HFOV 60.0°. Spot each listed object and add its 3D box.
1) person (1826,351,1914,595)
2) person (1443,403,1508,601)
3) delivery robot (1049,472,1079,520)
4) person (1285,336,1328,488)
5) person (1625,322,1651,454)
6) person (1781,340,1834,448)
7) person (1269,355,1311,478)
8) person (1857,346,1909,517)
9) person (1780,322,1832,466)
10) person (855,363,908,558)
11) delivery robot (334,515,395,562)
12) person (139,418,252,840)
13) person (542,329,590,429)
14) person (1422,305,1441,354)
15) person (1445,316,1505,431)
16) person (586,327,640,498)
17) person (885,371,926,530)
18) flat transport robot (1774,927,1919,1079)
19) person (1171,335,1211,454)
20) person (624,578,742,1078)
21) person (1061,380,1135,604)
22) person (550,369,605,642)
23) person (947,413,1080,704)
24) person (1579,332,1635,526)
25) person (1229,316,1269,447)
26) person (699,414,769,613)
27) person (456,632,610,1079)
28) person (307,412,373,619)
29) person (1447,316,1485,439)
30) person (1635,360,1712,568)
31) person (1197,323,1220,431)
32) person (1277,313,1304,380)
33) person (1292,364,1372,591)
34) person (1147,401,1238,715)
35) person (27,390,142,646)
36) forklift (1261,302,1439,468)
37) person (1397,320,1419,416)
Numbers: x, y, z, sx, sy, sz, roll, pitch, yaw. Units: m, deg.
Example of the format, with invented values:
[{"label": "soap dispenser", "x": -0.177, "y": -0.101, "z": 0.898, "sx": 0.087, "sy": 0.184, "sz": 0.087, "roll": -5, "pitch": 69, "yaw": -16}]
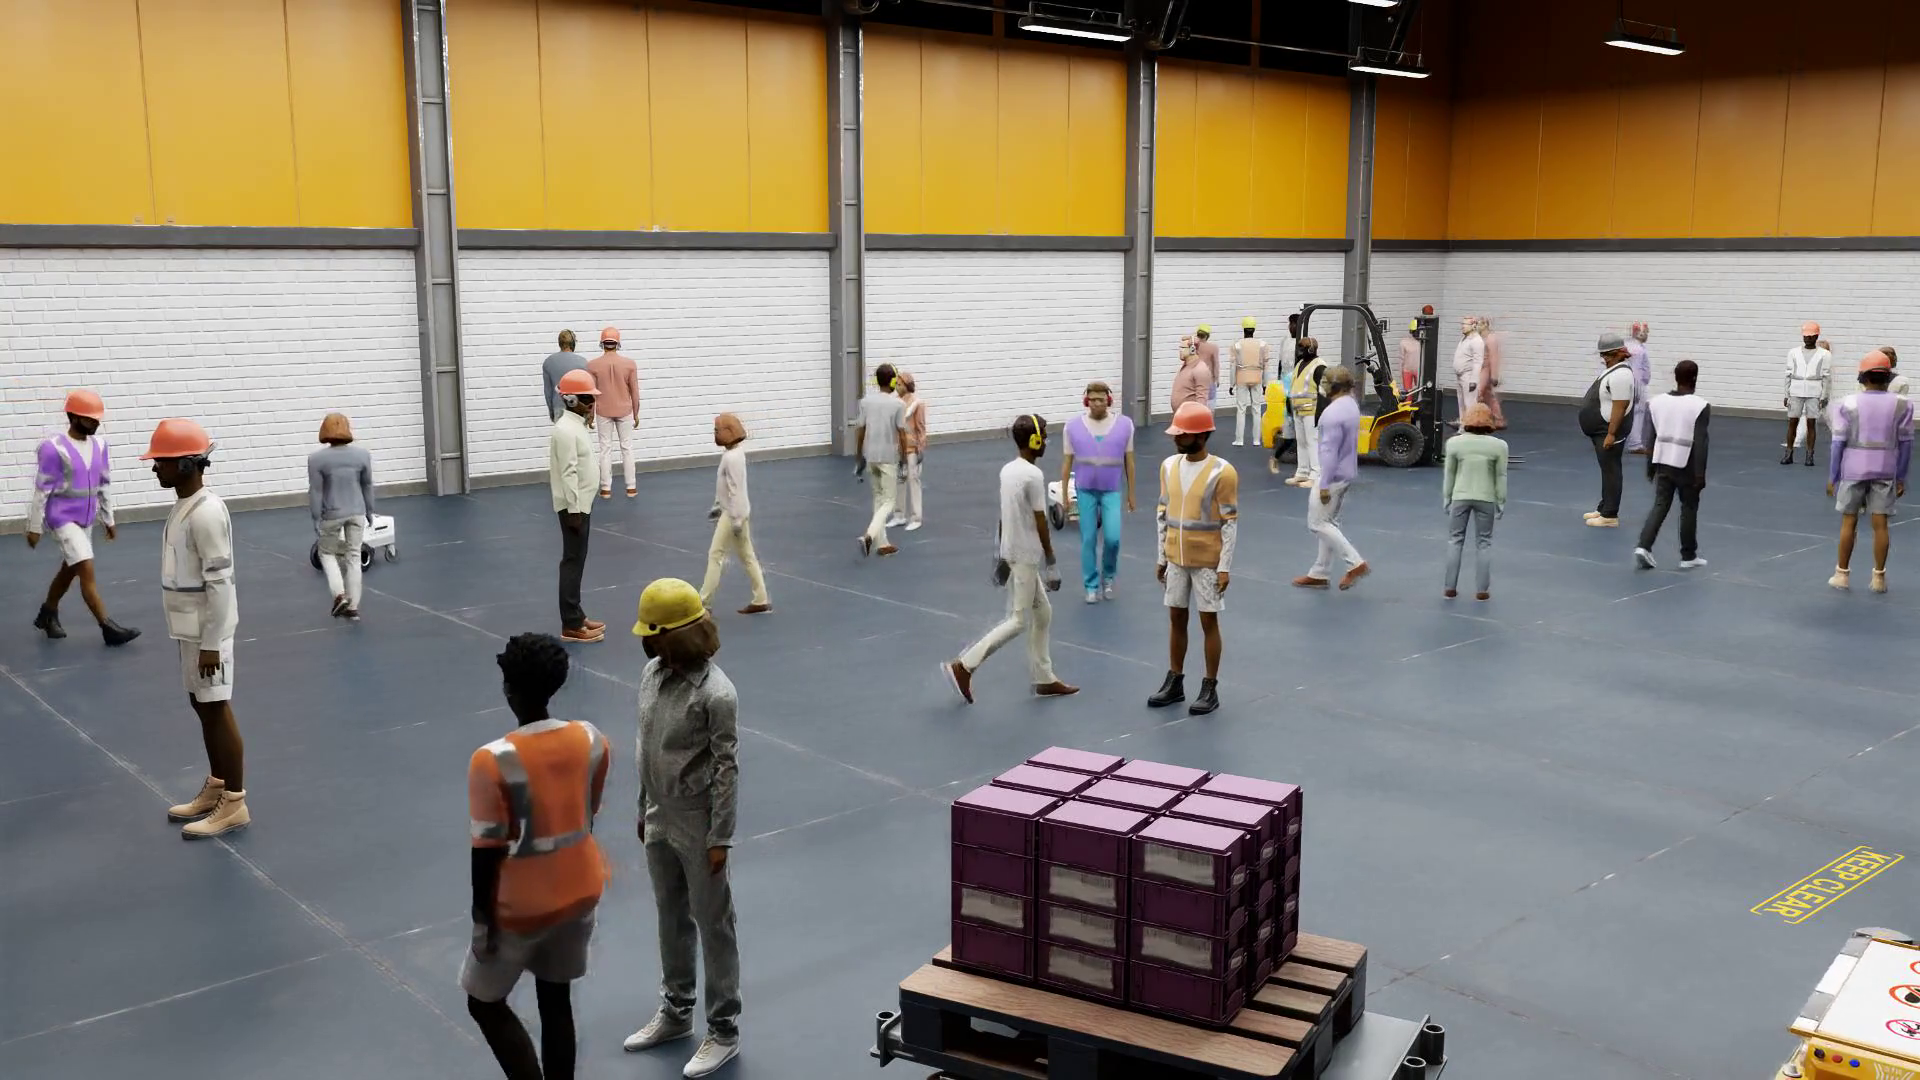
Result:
[{"label": "person", "x": 7.617, "y": -0.553, "z": 13.962, "sx": 0.615, "sy": 2.045, "sz": 0.642, "roll": 3, "pitch": 10, "yaw": 16}, {"label": "person", "x": 4.211, "y": -0.308, "z": 13.631, "sx": 0.500, "sy": 1.617, "sz": 0.314, "roll": 4, "pitch": 10, "yaw": 20}, {"label": "delivery robot", "x": 1.166, "y": -0.464, "z": 17.373, "sx": 0.477, "sy": 0.478, "sz": 0.707, "roll": -2, "pitch": 10, "yaw": -12}, {"label": "person", "x": 4.231, "y": -1.558, "z": 20.289, "sx": 0.429, "sy": 1.841, "sz": 0.633, "roll": -3, "pitch": 10, "yaw": -18}, {"label": "person", "x": 9.546, "y": -2.160, "z": 23.663, "sx": 0.642, "sy": 1.890, "sz": 0.662, "roll": 1, "pitch": 10, "yaw": 7}, {"label": "person", "x": 12.608, "y": -2.125, "z": 24.345, "sx": 0.872, "sy": 1.592, "sz": 0.519, "roll": 5, "pitch": 11, "yaw": 25}, {"label": "person", "x": 4.193, "y": -1.559, "z": 20.789, "sx": 0.537, "sy": 1.672, "sz": 0.726, "roll": -5, "pitch": 11, "yaw": -26}, {"label": "person", "x": 9.962, "y": -1.172, "z": 18.019, "sx": 0.507, "sy": 1.846, "sz": 0.351, "roll": 8, "pitch": 12, "yaw": 39}, {"label": "person", "x": 11.385, "y": -1.965, "z": 22.392, "sx": 0.543, "sy": 1.939, "sz": 0.355, "roll": 6, "pitch": 12, "yaw": 33}, {"label": "person", "x": -0.759, "y": -0.718, "z": 15.412, "sx": 0.570, "sy": 1.838, "sz": 0.701, "roll": 5, "pitch": 11, "yaw": 29}, {"label": "delivery robot", "x": -5.458, "y": -0.070, "z": 15.063, "sx": 0.477, "sy": 0.478, "sz": 0.707, "roll": 3, "pitch": 10, "yaw": 19}, {"label": "person", "x": -3.717, "y": 0.426, "z": 8.084, "sx": 0.373, "sy": 2.042, "sz": 0.614, "roll": -7, "pitch": 12, "yaw": -34}, {"label": "person", "x": -4.705, "y": -1.562, "z": 20.027, "sx": 0.627, "sy": 1.941, "sz": 0.370, "roll": 4, "pitch": 10, "yaw": 20}, {"label": "person", "x": 8.882, "y": -3.511, "z": 31.594, "sx": 0.355, "sy": 1.887, "sz": 0.573, "roll": 9, "pitch": 13, "yaw": 43}, {"label": "person", "x": 8.349, "y": -2.662, "z": 26.743, "sx": 1.043, "sy": 1.846, "sz": 0.652, "roll": 0, "pitch": 10, "yaw": -1}, {"label": "person", "x": -4.041, "y": -1.484, "z": 19.402, "sx": 0.610, "sy": 1.996, "sz": 0.378, "roll": -3, "pitch": 10, "yaw": -15}, {"label": "person", "x": -0.572, "y": -0.920, "z": 17.150, "sx": 0.522, "sy": 1.637, "sz": 0.310, "roll": 8, "pitch": 12, "yaw": 39}, {"label": "flat transport robot", "x": 3.328, "y": 1.707, "z": 5.764, "sx": 0.652, "sy": 0.197, "sz": 1.431, "roll": 8, "pitch": 12, "yaw": 38}, {"label": "person", "x": 2.617, "y": -1.390, "z": 19.112, "sx": 0.406, "sy": 1.911, "sz": 0.639, "roll": -2, "pitch": 10, "yaw": -12}, {"label": "person", "x": -0.967, "y": 0.981, "z": 5.744, "sx": 0.484, "sy": 1.734, "sz": 0.308, "roll": 9, "pitch": 13, "yaw": 41}, {"label": "person", "x": 1.114, "y": -0.382, "z": 13.441, "sx": 0.607, "sy": 1.823, "sz": 0.459, "roll": 1, "pitch": 10, "yaw": 4}, {"label": "person", "x": -2.798, "y": -0.255, "z": 12.212, "sx": 0.396, "sy": 1.992, "sz": 0.622, "roll": -1, "pitch": 10, "yaw": -8}, {"label": "person", "x": 0.339, "y": 0.125, "z": 10.470, "sx": 0.842, "sy": 1.836, "sz": 0.538, "roll": -3, "pitch": 10, "yaw": -16}, {"label": "person", "x": 6.756, "y": -1.166, "z": 17.411, "sx": 0.536, "sy": 2.000, "sz": 0.676, "roll": 3, "pitch": 10, "yaw": 18}, {"label": "person", "x": 4.264, "y": -2.339, "z": 24.603, "sx": 0.588, "sy": 1.930, "sz": 0.359, "roll": -1, "pitch": 10, "yaw": -3}, {"label": "person", "x": -1.855, "y": -0.186, "z": 12.982, "sx": 0.737, "sy": 1.599, "sz": 0.506, "roll": 0, "pitch": 10, "yaw": 0}, {"label": "person", "x": -1.293, "y": 1.138, "z": 5.151, "sx": 0.372, "sy": 1.628, "sz": 0.542, "roll": 7, "pitch": 12, "yaw": 36}, {"label": "person", "x": -4.788, "y": -0.183, "z": 12.883, "sx": 0.508, "sy": 1.620, "sz": 0.348, "roll": -7, "pitch": 12, "yaw": -34}, {"label": "person", "x": 7.721, "y": -2.463, "z": 25.379, "sx": 0.410, "sy": 1.913, "sz": 0.651, "roll": -1, "pitch": 10, "yaw": -5}, {"label": "person", "x": 6.442, "y": -0.673, "z": 14.955, "sx": 0.780, "sy": 1.898, "sz": 0.602, "roll": -6, "pitch": 11, "yaw": -31}, {"label": "person", "x": 3.904, "y": -2.580, "z": 26.517, "sx": 0.559, "sy": 1.743, "sz": 0.632, "roll": 5, "pitch": 11, "yaw": 25}, {"label": "person", "x": 4.994, "y": -2.408, "z": 24.902, "sx": 0.367, "sy": 1.966, "sz": 0.606, "roll": -9, "pitch": 13, "yaw": -42}, {"label": "person", "x": 3.127, "y": -0.509, "z": 13.893, "sx": 0.605, "sy": 1.930, "sz": 0.647, "roll": 5, "pitch": 11, "yaw": 29}, {"label": "person", "x": 1.434, "y": 0.111, "z": 10.249, "sx": 0.547, "sy": 1.934, "sz": 0.376, "roll": 8, "pitch": 13, "yaw": 41}, {"label": "person", "x": -6.451, "y": -0.160, "z": 12.042, "sx": 1.006, "sy": 1.882, "sz": 0.580, "roll": 3, "pitch": 10, "yaw": 15}, {"label": "forklift", "x": 5.320, "y": -2.157, "z": 22.763, "sx": 2.313, "sy": 2.155, "sz": 1.214, "roll": 3, "pitch": 10, "yaw": 16}, {"label": "person", "x": 7.639, "y": -2.833, "z": 28.012, "sx": 0.533, "sy": 1.754, "sz": 0.398, "roll": 3, "pitch": 10, "yaw": 19}]
